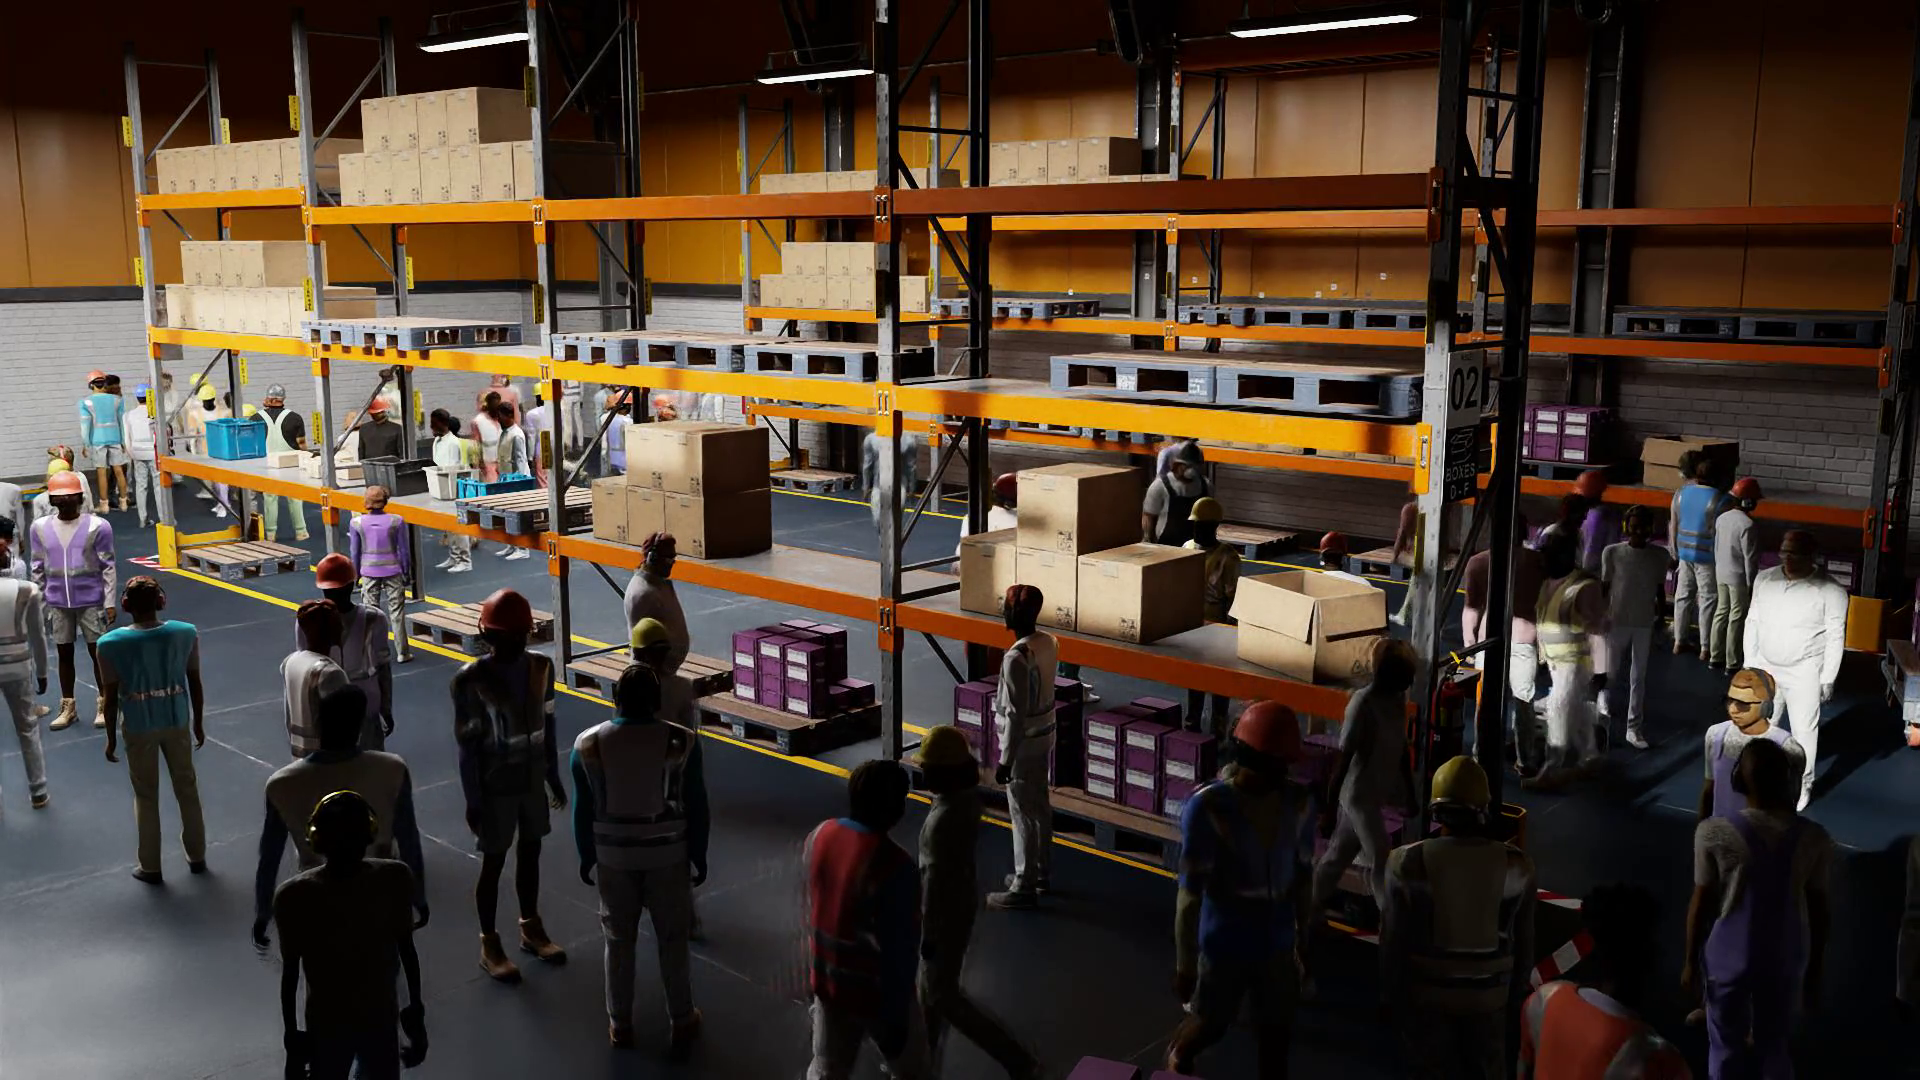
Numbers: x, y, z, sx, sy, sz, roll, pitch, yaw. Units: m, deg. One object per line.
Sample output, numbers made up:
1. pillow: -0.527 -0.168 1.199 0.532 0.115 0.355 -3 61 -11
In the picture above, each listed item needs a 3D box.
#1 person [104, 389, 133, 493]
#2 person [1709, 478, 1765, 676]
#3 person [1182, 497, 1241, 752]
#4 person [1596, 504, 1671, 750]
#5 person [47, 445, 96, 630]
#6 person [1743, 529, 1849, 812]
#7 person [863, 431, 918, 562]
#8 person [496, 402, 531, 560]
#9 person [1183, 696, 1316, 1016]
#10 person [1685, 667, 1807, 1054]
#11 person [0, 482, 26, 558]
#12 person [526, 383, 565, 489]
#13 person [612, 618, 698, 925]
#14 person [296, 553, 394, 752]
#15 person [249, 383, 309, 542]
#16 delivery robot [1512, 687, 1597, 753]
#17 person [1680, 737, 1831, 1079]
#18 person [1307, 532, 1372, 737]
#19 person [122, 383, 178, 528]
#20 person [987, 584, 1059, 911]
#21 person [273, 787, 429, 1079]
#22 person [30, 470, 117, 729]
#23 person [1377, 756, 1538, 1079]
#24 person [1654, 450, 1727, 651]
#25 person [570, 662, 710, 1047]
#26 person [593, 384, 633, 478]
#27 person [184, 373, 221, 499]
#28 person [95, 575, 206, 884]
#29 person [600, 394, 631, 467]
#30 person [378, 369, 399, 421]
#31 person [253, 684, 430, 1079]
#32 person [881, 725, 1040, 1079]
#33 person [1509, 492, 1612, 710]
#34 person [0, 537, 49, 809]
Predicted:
1. person: -12.952 -1.581 25.500 0.484 1.737 0.324 8 13 38
2. person: 6.876 0.322 14.681 0.329 1.751 0.571 -1 10 -6
3. person: 1.827 0.632 12.432 0.361 1.930 0.589 -8 13 -38
4. person: 5.049 0.651 12.495 0.521 1.870 0.319 1 10 8
5. person: -8.723 -0.026 16.431 0.382 1.836 0.570 -2 10 -13
6. person: 5.557 0.867 11.177 0.403 1.904 0.652 -7 12 -36
7. person: -0.803 -0.596 19.362 0.640 1.925 0.508 0 10 2
8. person: -5.411 -0.721 20.127 0.392 1.914 0.588 -6 12 -33
9. person: 1.441 1.558 8.104 0.471 1.607 0.555 9 14 42
10. person: 3.709 1.491 7.867 0.363 1.836 0.504 -6 12 -31
11. person: -9.571 0.006 16.495 0.344 1.742 0.562 10 14 43
12. person: -5.676 -1.195 22.769 0.362 1.928 0.587 9 13 41
13. person: -1.698 1.303 9.253 0.791 1.751 0.527 8 13 39
14. person: -3.748 1.030 10.158 0.552 1.935 0.368 -3 10 -15
15. person: -8.726 -1.001 21.352 0.688 2.000 0.536 -2 10 -14
16. delivery robot: 4.349 1.319 12.168 0.707 0.478 0.477 -9 14 -42
17. person: 3.181 1.706 6.639 0.518 1.829 0.500 1 10 7
18. person: 2.671 0.806 11.971 0.561 1.742 0.337 0 10 -3
19. person: -10.879 -1.127 22.320 0.605 1.950 0.380 1 10 4
20. person: 0.365 1.174 9.501 0.356 1.882 0.574 4 11 23
21. person: -2.210 1.793 6.081 0.506 1.861 0.328 -6 12 -31
22. person: -6.931 0.469 13.020 0.615 2.047 0.360 -2 10 -9
23. person: 1.914 1.738 6.467 0.592 1.829 0.404 1 10 4
24. person: 6.961 0.095 15.615 0.695 1.890 0.907 -6 11 -28
25. person: -1.497 1.484 7.865 0.634 1.841 0.429 -1 10 -3
26. person: -5.176 -1.589 25.052 0.642 1.910 0.401 -7 12 -35
27. person: -11.185 -1.526 24.718 0.705 1.898 0.618 5 11 28
28. person: -4.779 1.125 9.878 0.564 1.846 0.392 -8 13 -40
29. person: -5.013 -1.315 24.326 0.508 1.619 0.350 -9 13 -41
30. person: -10.004 -2.187 29.191 0.309 1.640 0.511 5 11 27
31. person: -2.693 1.569 7.226 0.727 1.893 0.475 -4 11 -20
32. person: -0.003 1.643 7.330 0.745 1.716 0.499 3 11 19
33. person: 4.917 0.484 13.708 1.007 1.789 0.578 9 14 42
34. person: -6.399 0.902 11.091 0.579 1.875 0.381 -6 12 -32
